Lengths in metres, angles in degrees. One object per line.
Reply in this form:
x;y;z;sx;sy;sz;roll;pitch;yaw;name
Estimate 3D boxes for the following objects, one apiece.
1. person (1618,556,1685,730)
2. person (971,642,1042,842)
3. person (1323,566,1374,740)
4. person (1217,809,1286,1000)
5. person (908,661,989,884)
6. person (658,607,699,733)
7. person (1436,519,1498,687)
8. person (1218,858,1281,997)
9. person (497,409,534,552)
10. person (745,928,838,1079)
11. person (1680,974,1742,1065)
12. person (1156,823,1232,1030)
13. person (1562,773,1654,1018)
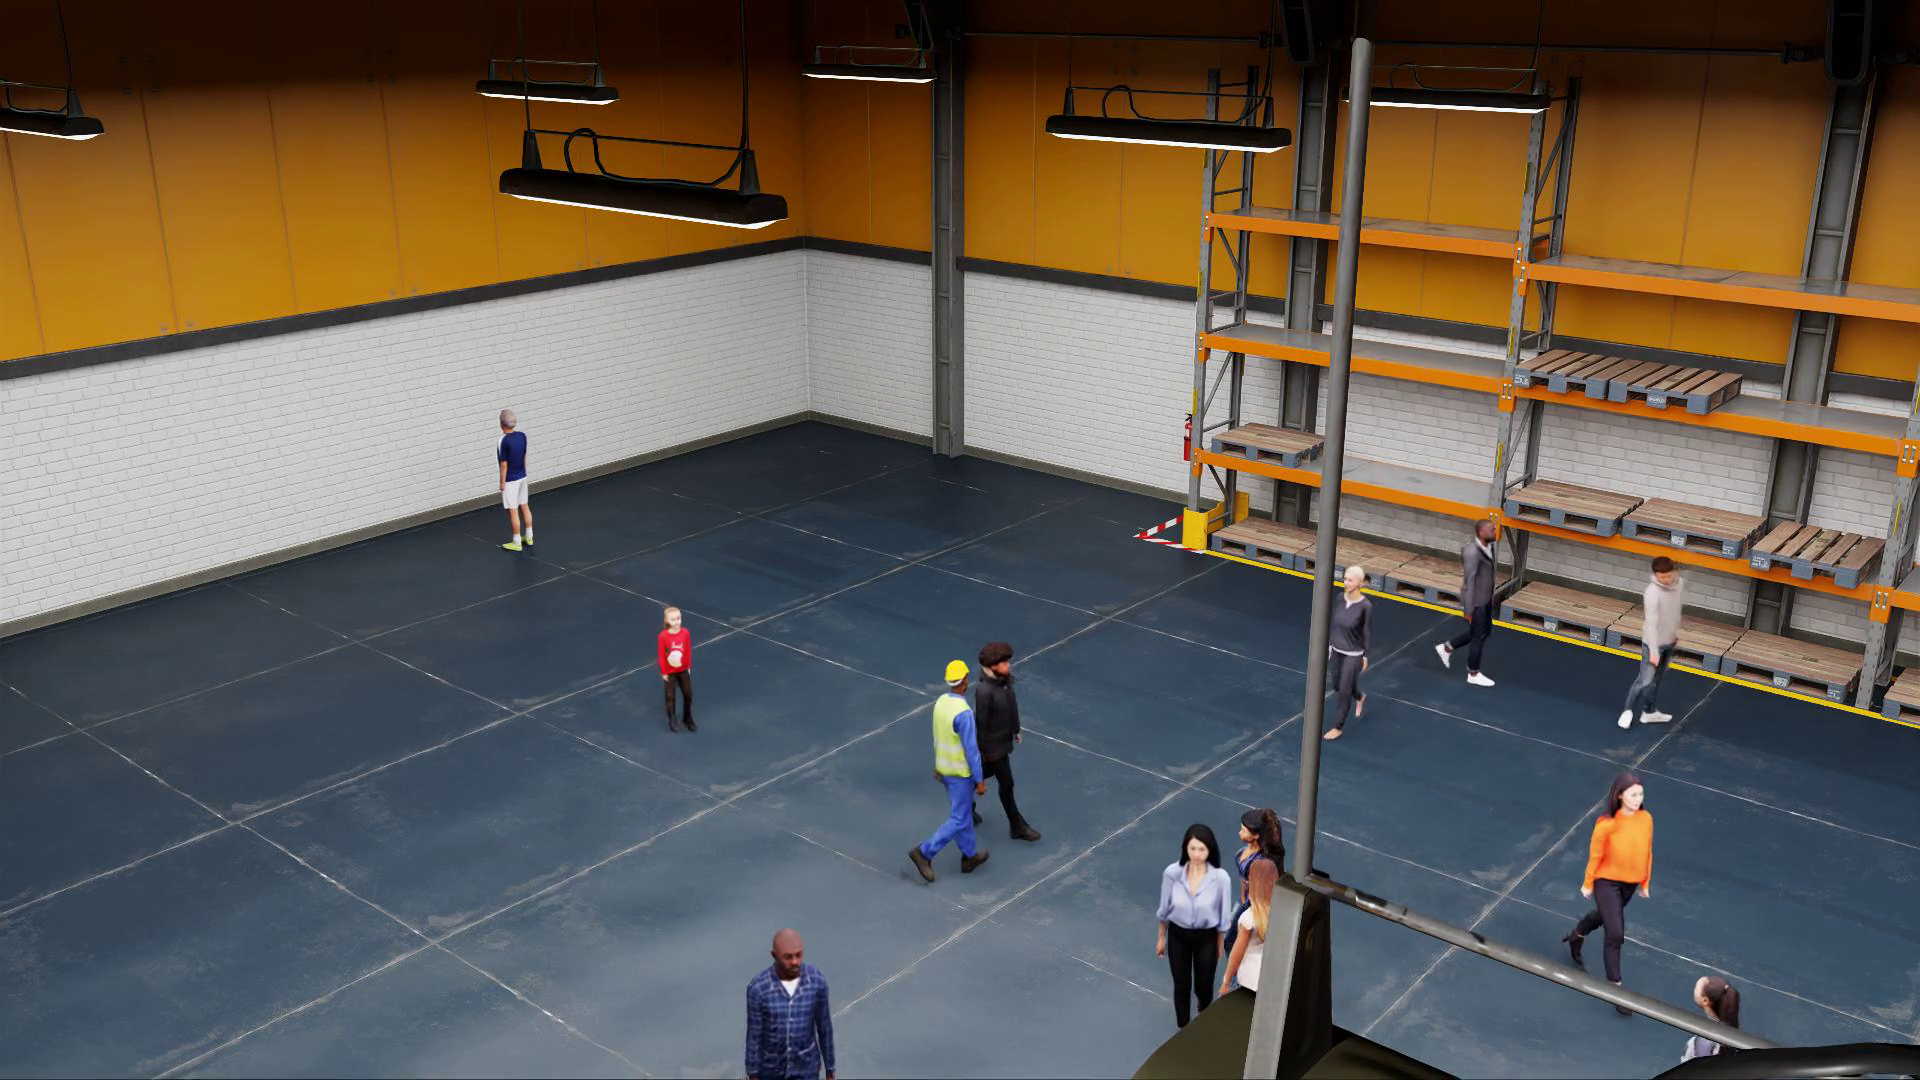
6.830;0.961;16.224;0.664;1.810;0.852;12;22;32;person
0.237;1.683;14.174;1.171;1.750;0.805;9;21;24;person
3.812;1.059;16.097;0.789;1.704;0.948;-15;24;-38;person
2.139;2.611;11.644;0.811;1.605;0.746;-3;19;-8;person
-0.084;1.892;13.514;1.015;1.773;1.033;-7;20;-21;person
-2.803;1.246;16.223;0.586;1.270;0.650;-9;21;-26;person
5.282;0.618;17.253;0.927;1.803;0.786;13;22;33;person
1.996;2.907;10.709;0.772;1.642;1.255;-15;24;-38;person
-5.728;-0.785;21.362;0.646;1.839;0.690;8;20;24;person
-1.054;3.086;9.914;0.811;1.810;0.828;-7;20;-19;person
4.365;3.304;9.587;0.752;1.604;1.090;-15;24;-38;person
1.588;2.671;11.261;0.727;1.737;0.817;6;19;16;person
4.650;2.447;11.966;0.994;1.711;1.203;-6;20;-18;person
